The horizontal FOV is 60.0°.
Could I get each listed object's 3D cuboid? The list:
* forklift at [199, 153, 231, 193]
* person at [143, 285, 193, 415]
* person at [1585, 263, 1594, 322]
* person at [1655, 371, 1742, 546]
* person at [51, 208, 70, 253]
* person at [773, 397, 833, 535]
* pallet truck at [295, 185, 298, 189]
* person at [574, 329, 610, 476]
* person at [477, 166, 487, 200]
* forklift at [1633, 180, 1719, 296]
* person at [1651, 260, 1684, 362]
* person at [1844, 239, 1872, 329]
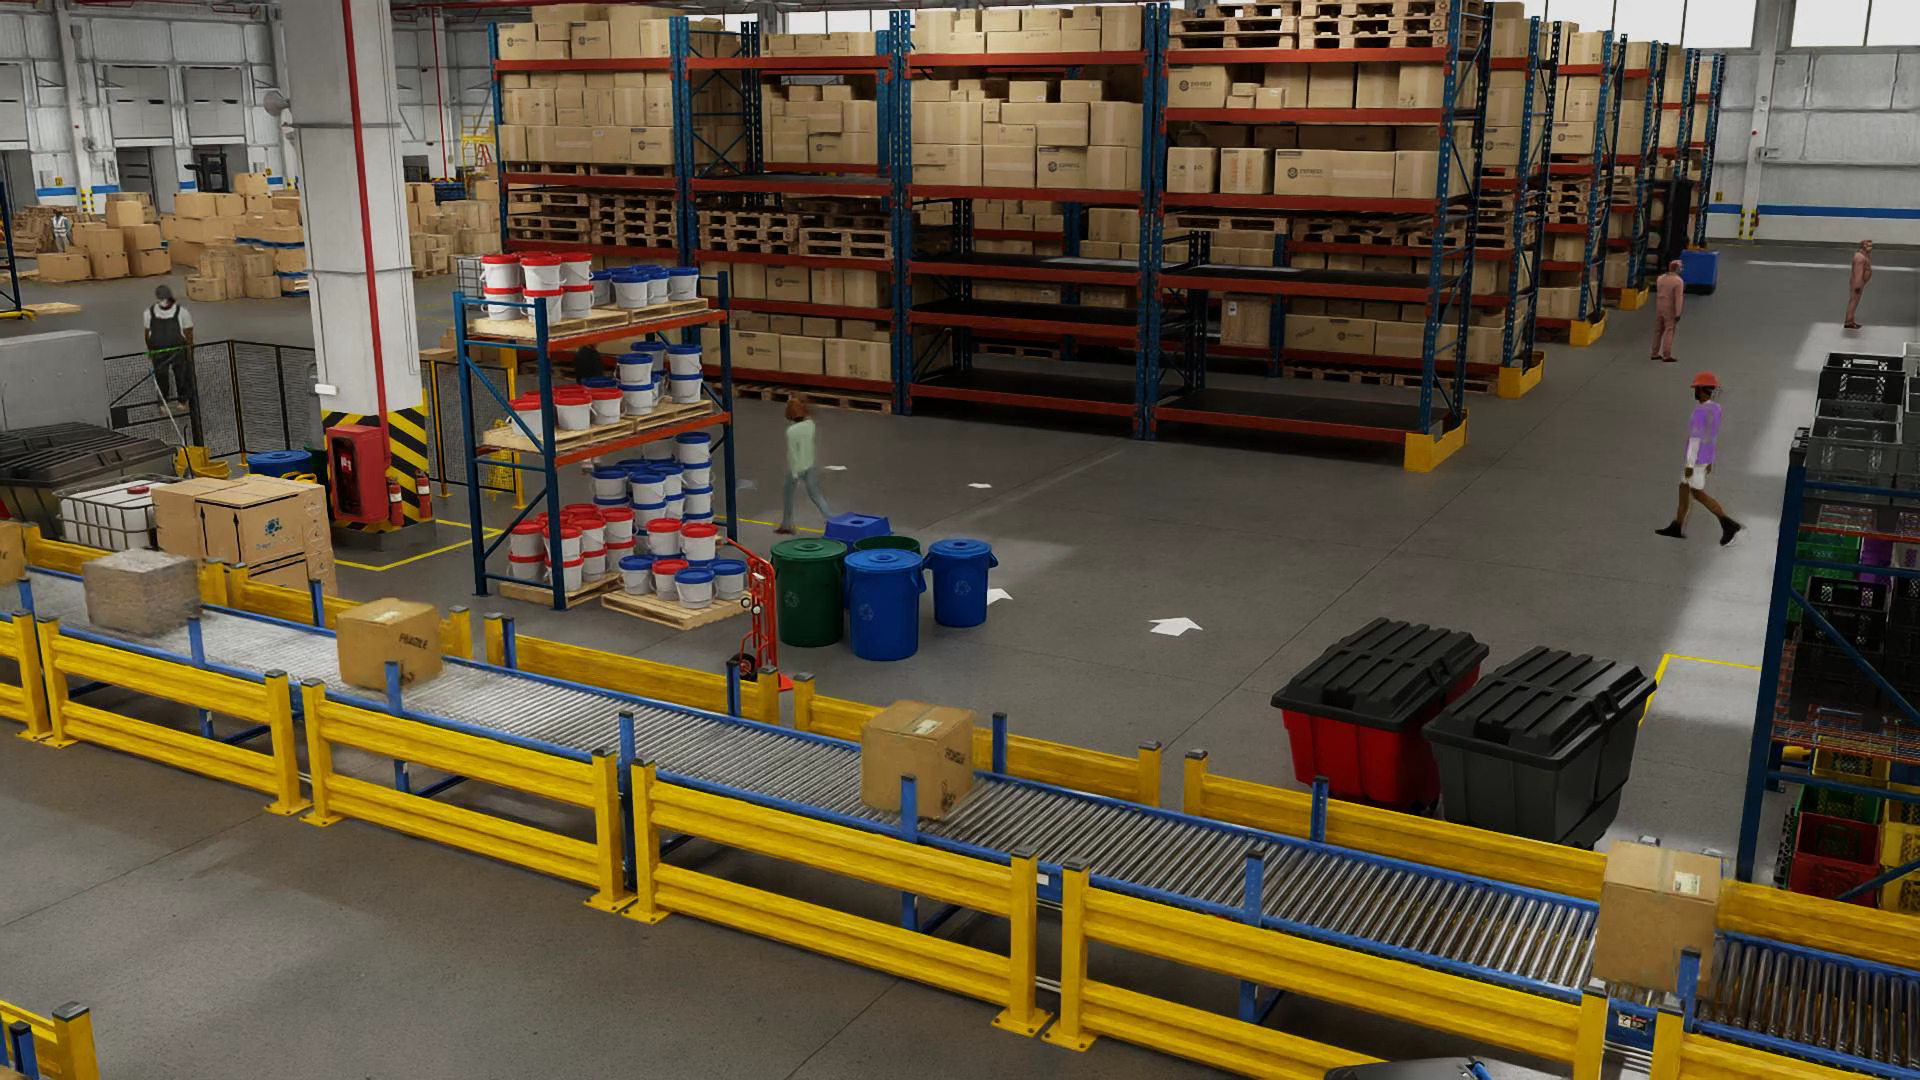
[{"bbox_3d":[-27.440,-12.865,61.464,1.873,2.768,1.129,8,17,28],"label":"forklift"},{"bbox_3d":[-12.302,-2.963,25.848,0.708,2.000,0.969,-4,15,-16],"label":"person"},{"bbox_3d":[13.355,-5.480,35.733,0.458,1.822,0.616,14,20,42],"label":"person"},{"bbox_3d":[8.269,-0.898,18.384,0.861,1.903,0.561,12,19,37],"label":"person"},{"bbox_3d":[-26.776,-9.065,49.550,0.515,1.641,0.314,1,15,5],"label":"person"},{"bbox_3d":[-1.729,-0.798,18.558,0.817,1.605,0.492,11,18,35],"label":"person"},{"bbox_3d":[-26.804,-14.617,69.738,1.885,1.965,0.823,-14,20,-42],"label":"pallet truck"},{"bbox_3d":[-4.813,-1.849,21.755,0.392,1.991,0.613,2,15,9],"label":"person"},{"bbox_3d":[-21.058,-15.518,73.366,1.053,1.890,0.647,-13,19,-40],"label":"person"},{"bbox_3d":[18.004,-7.583,41.607,1.873,2.768,1.129,8,17,28],"label":"forklift"},{"bbox_3d":[13.261,-4.279,31.075,0.400,1.901,0.645,-5,16,-18],"label":"person"},{"bbox_3d":[19.247,-5.475,35.574,0.397,1.900,0.644,9,17,30],"label":"person"}]
